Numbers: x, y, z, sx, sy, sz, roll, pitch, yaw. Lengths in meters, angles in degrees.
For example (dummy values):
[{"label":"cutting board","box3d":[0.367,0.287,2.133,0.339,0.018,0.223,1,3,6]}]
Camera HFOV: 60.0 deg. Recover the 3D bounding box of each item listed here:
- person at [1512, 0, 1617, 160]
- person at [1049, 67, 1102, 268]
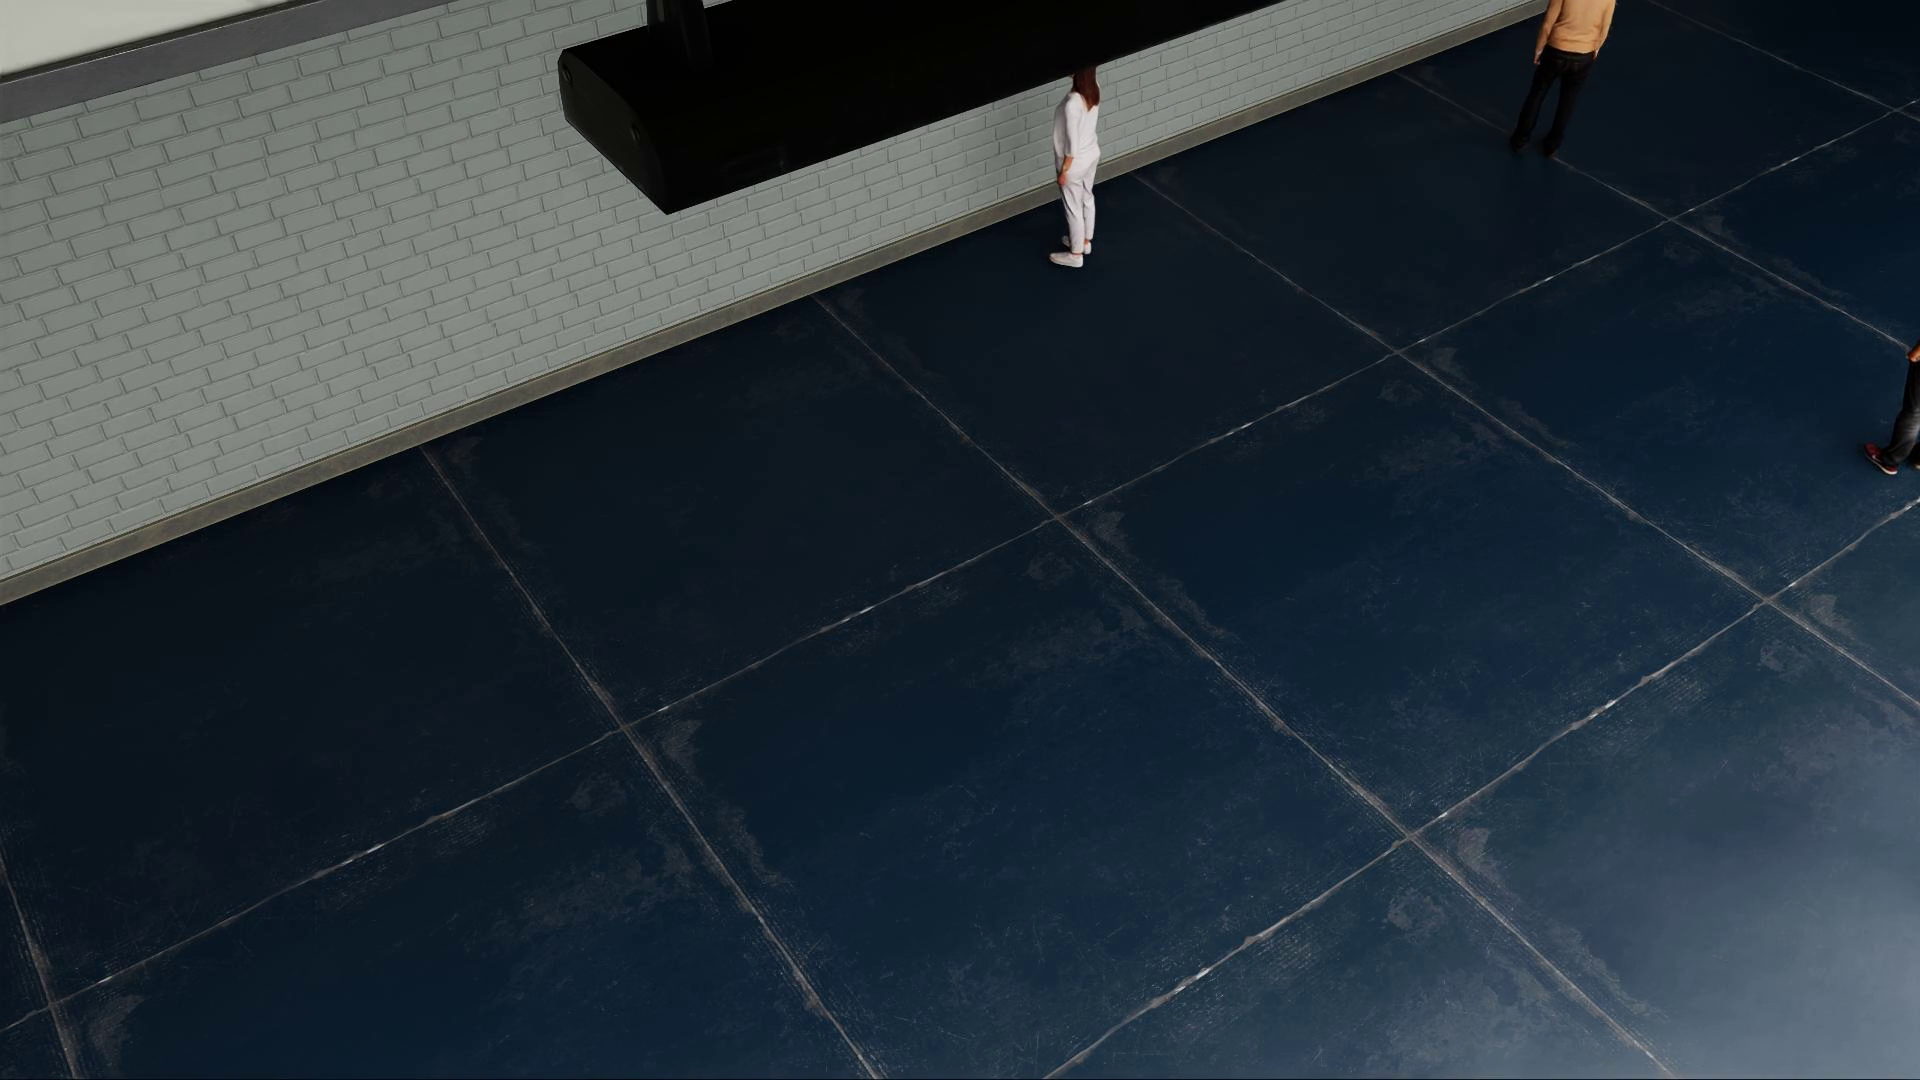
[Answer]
[{"label":"person","box3d":[4.769,-3.783,13.011,0.810,1.749,0.877,9,44,10]},{"label":"person","box3d":[0.846,-2.747,11.947,0.685,1.686,0.683,19,46,19]}]
